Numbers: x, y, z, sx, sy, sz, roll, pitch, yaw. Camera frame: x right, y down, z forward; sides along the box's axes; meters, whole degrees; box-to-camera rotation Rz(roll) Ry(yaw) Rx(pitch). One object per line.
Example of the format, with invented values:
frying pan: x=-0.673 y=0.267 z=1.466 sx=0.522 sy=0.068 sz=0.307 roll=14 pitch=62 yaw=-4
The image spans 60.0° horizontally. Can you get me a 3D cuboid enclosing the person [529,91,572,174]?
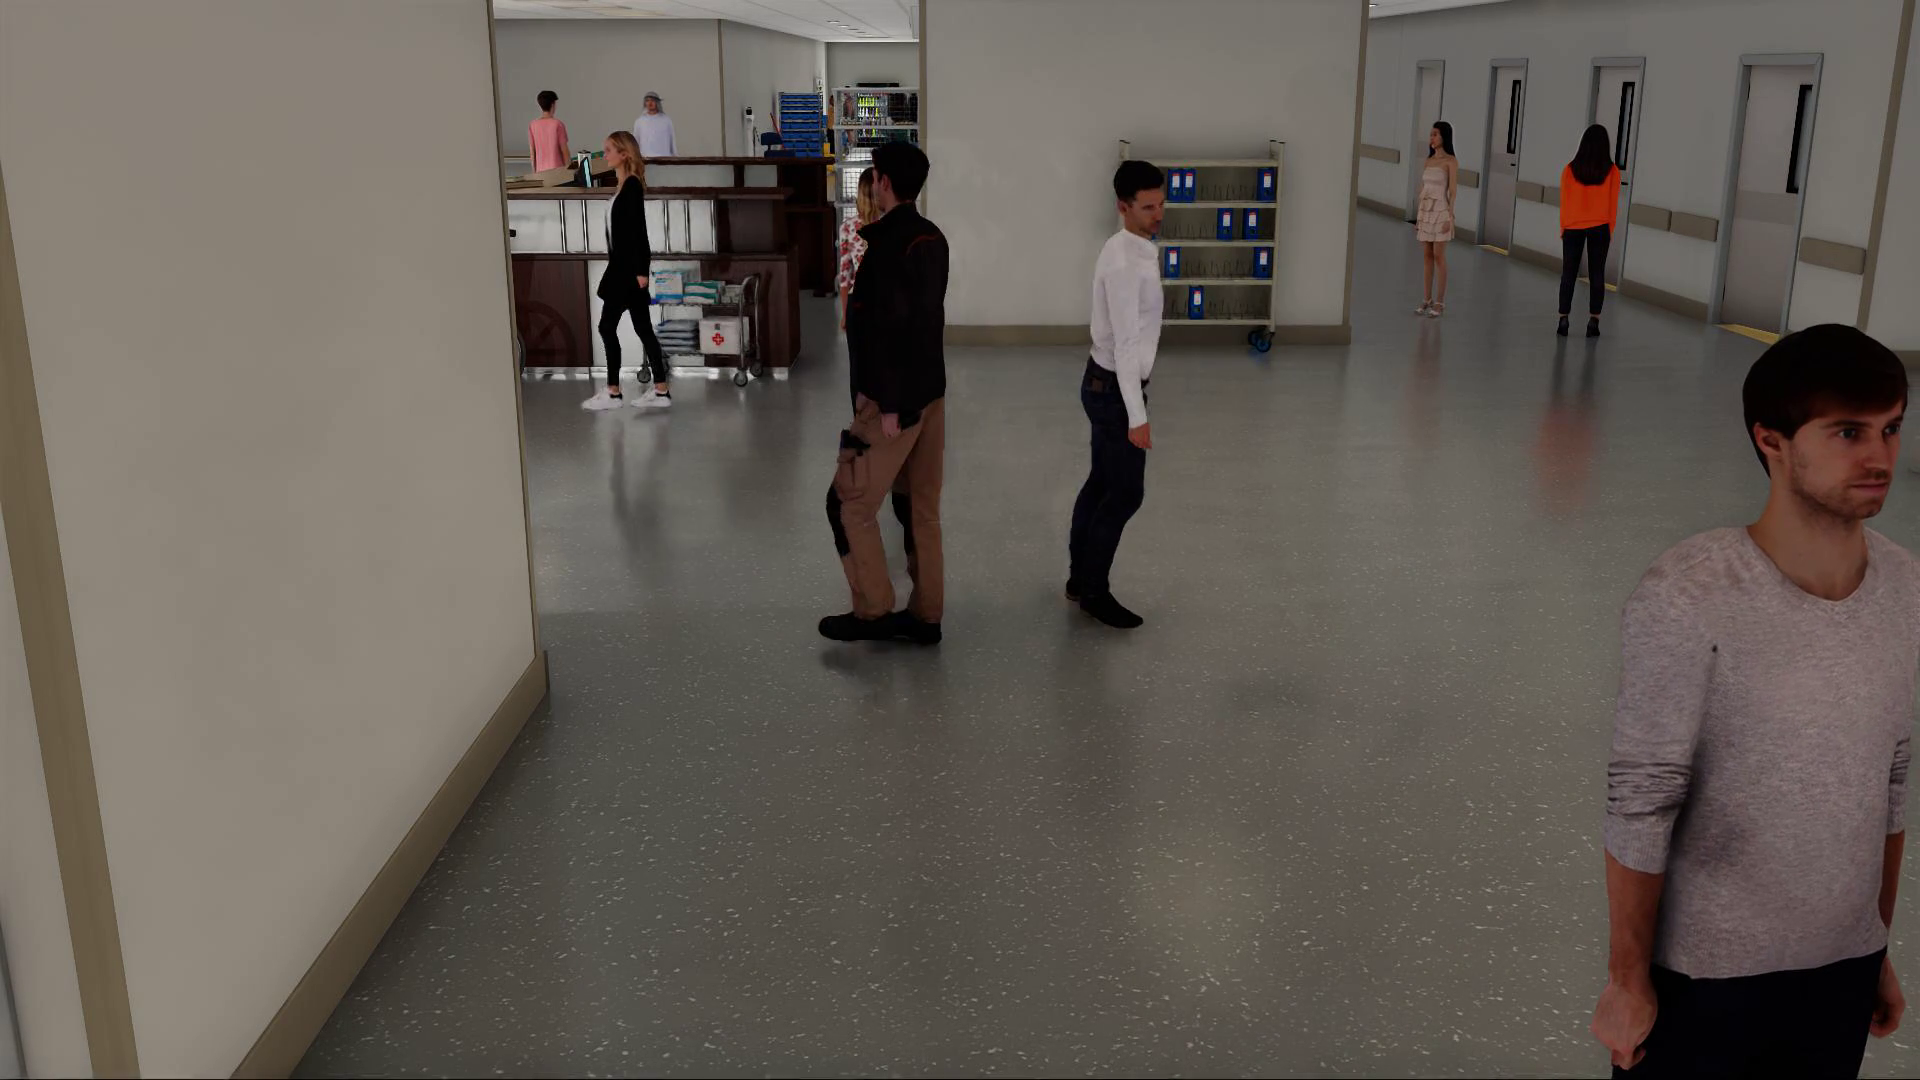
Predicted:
person: x=-4.629 y=-4.081 z=18.833 sx=0.571 sy=1.958 sz=0.754 roll=4 pitch=16 yaw=15

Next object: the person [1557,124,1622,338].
person: x=5.241 y=-2.582 z=13.903 sx=0.622 sy=1.749 sz=0.754 roll=6 pitch=17 yaw=22

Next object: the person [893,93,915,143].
person: x=-1.327 y=-9.365 z=38.074 sx=1.082 sy=1.688 sz=0.823 roll=3 pitch=16 yaw=10

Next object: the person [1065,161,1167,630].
person: x=0.576 y=-0.574 z=6.632 sx=0.617 sy=1.828 sz=0.887 roll=-2 pitch=16 yaw=-7

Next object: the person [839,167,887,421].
person: x=-0.499 y=-1.377 z=9.840 sx=0.448 sy=1.633 sz=0.629 roll=0 pitch=16 yaw=0

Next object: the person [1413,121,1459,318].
person: x=4.311 y=-2.893 z=15.029 sx=0.666 sy=1.735 sz=0.663 roll=-8 pitch=17 yaw=-25

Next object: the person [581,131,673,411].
person: x=-2.036 y=-1.713 z=10.755 sx=0.900 sy=1.783 sz=0.769 roll=-4 pitch=16 yaw=-15

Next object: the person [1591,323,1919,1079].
person: x=1.149 y=0.597 z=2.451 sx=0.585 sy=1.843 sz=0.778 roll=-5 pitch=16 yaw=-16

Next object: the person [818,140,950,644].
person: x=-0.154 y=-0.521 z=6.292 sx=0.836 sy=1.911 sz=0.821 roll=6 pitch=17 yaw=21

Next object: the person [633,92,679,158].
person: x=-3.859 y=-4.708 z=21.182 sx=1.115 sy=1.890 sz=0.796 roll=-1 pitch=16 yaw=-2

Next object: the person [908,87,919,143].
person: x=-1.399 y=-12.429 z=48.898 sx=0.667 sy=1.711 sz=0.641 roll=12 pitch=19 yaw=35

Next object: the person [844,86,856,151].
person: x=-3.171 y=-12.047 z=47.593 sx=0.611 sy=1.840 sz=0.657 roll=0 pitch=16 yaw=1
